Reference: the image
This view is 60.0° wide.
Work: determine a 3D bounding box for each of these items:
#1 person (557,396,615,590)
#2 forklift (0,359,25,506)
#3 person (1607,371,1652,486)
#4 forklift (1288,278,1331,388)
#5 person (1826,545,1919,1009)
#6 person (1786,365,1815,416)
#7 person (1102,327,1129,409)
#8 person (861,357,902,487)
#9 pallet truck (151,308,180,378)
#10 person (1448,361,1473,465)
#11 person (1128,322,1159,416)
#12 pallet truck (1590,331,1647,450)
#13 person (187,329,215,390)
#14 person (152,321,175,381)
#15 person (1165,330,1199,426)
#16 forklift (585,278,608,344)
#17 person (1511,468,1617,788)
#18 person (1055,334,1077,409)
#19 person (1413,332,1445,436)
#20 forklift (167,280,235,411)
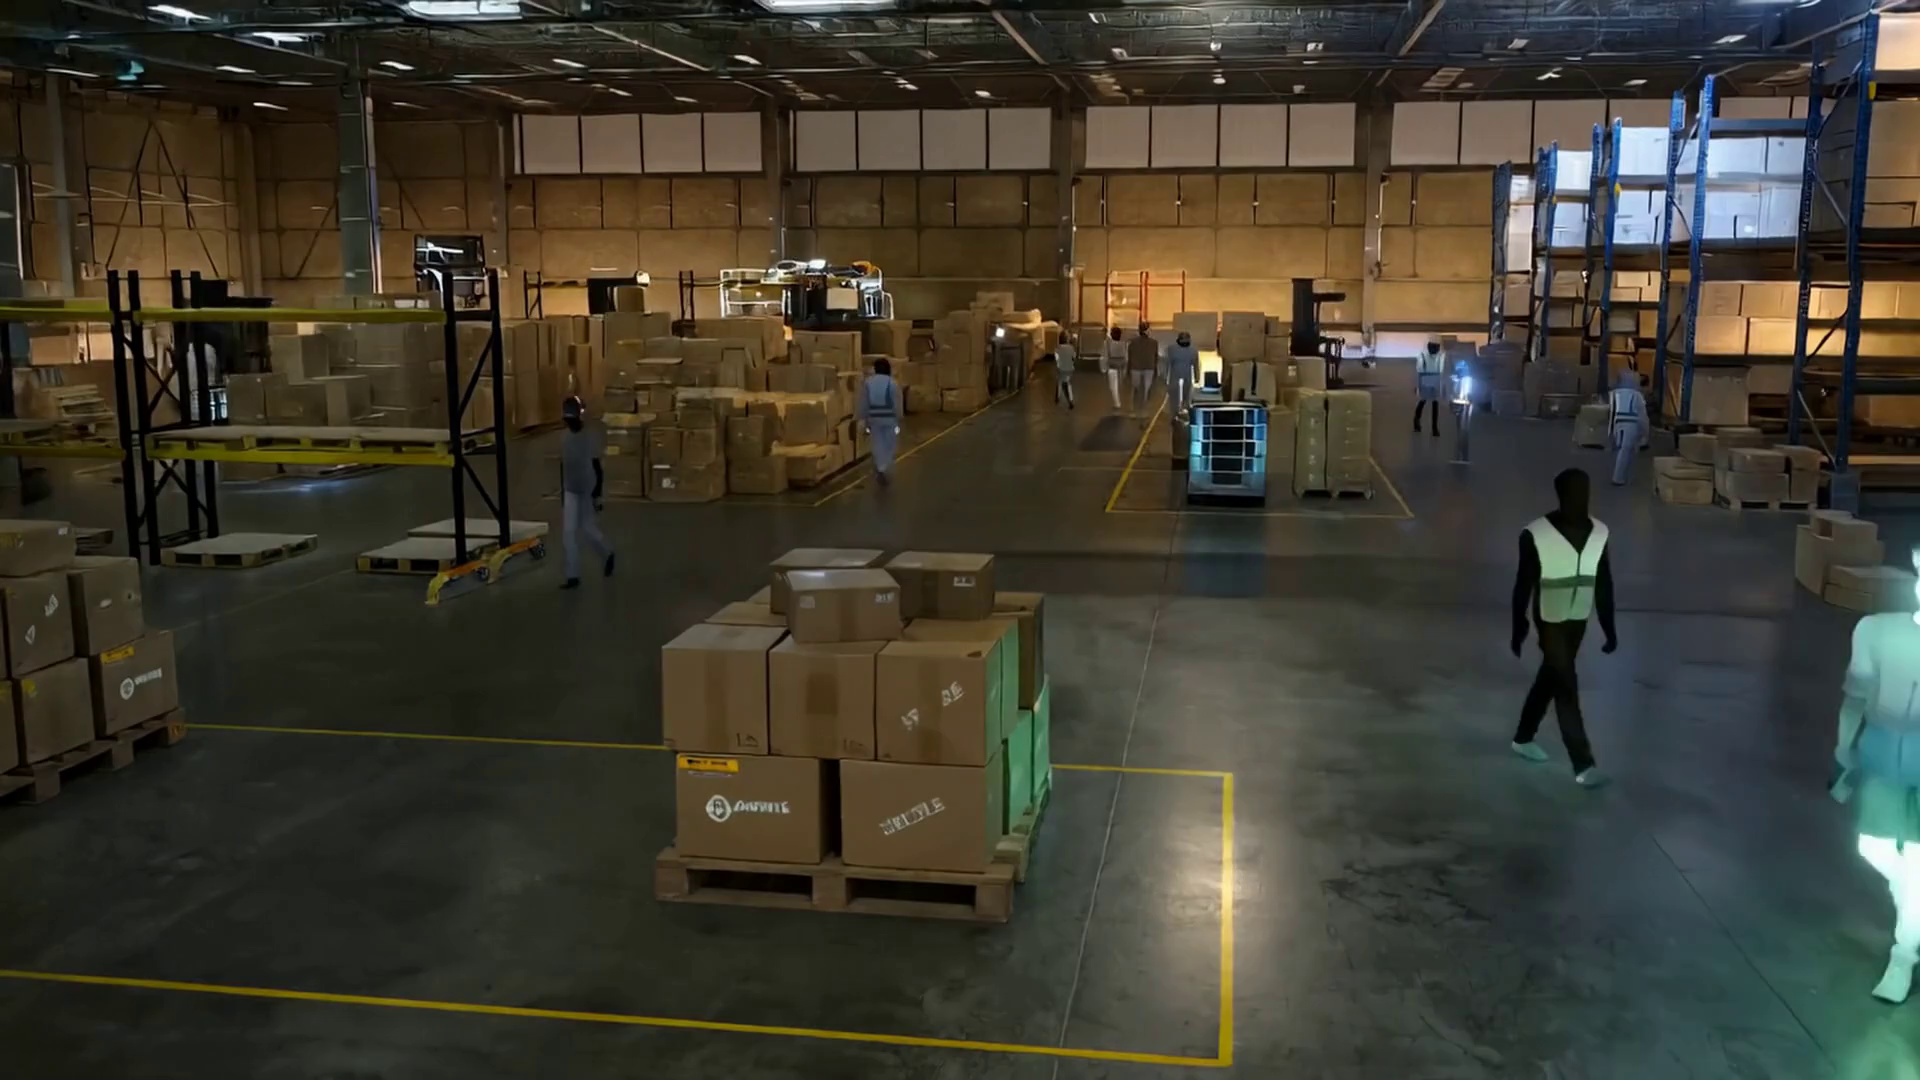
[{"bbox_3d":[-3.615,-0.472,16.010,0.526,1.846,0.749,3,10,20],"label":"person"},{"bbox_3d":[-12.812,-1.864,21.413,1.129,2.768,1.873,-5,11,-29],"label":"forklift"},{"bbox_3d":[9.495,-1.573,23.525,0.806,1.605,0.526,-7,11,-35],"label":"person"},{"bbox_3d":[8.804,-5.362,42.987,1.873,2.768,1.129,4,10,24],"label":"forklift"},{"bbox_3d":[4.064,0.931,7.047,0.843,1.944,0.613,-8,13,-42],"label":"person"},{"bbox_3d":[15.779,-2.932,30.986,0.818,1.908,0.571,-3,10,-17],"label":"person"},{"bbox_3d":[3.432,-3.796,36.623,0.630,1.811,0.875,-3,10,-15],"label":"person"},{"bbox_3d":[-1.090,-1.638,23.267,0.621,1.826,0.477,4,10,22],"label":"person"},{"bbox_3d":[-21.869,-5.598,47.154,0.823,1.965,1.885,4,10,26],"label":"pallet truck"},{"bbox_3d":[7.850,-1.984,25.998,0.314,1.630,0.527,0,9,-3],"label":"person"},{"bbox_3d":[3.843,-3.574,34.769,0.632,1.953,0.927,0,9,0],"label":"person"},{"bbox_3d":[11.253,-2.573,28.499,0.823,1.965,1.885,5,10,27],"label":"pallet truck"},{"bbox_3d":[-14.870,-3.198,32.654,0.635,1.909,0.948,0,9,3],"label":"person"},{"bbox_3d":[-21.718,-5.266,45.363,0.390,1.922,0.587,7,12,38],"label":"person"},{"bbox_3d":[4.227,-3.075,31.874,0.643,1.918,0.862,-1,9,-5],"label":"person"},{"bbox_3d":[-9.889,-5.755,45.410,1.873,2.768,1.129,0,9,3],"label":"forklift"},{"bbox_3d":[3.653,0.494,9.988,0.609,1.863,0.993,-3,10,-20],"label":"person"},{"bbox_3d":[2.349,-3.727,36.720,0.500,1.641,0.942,-1,9,-9],"label":"person"},{"bbox_3d":[8.665,-2.892,30.785,0.550,1.907,0.877,0,9,-1],"label":"person"},{"bbox_3d":[-15.893,-4.164,35.595,1.873,2.768,1.129,-8,12,-41],"label":"forklift"}]
